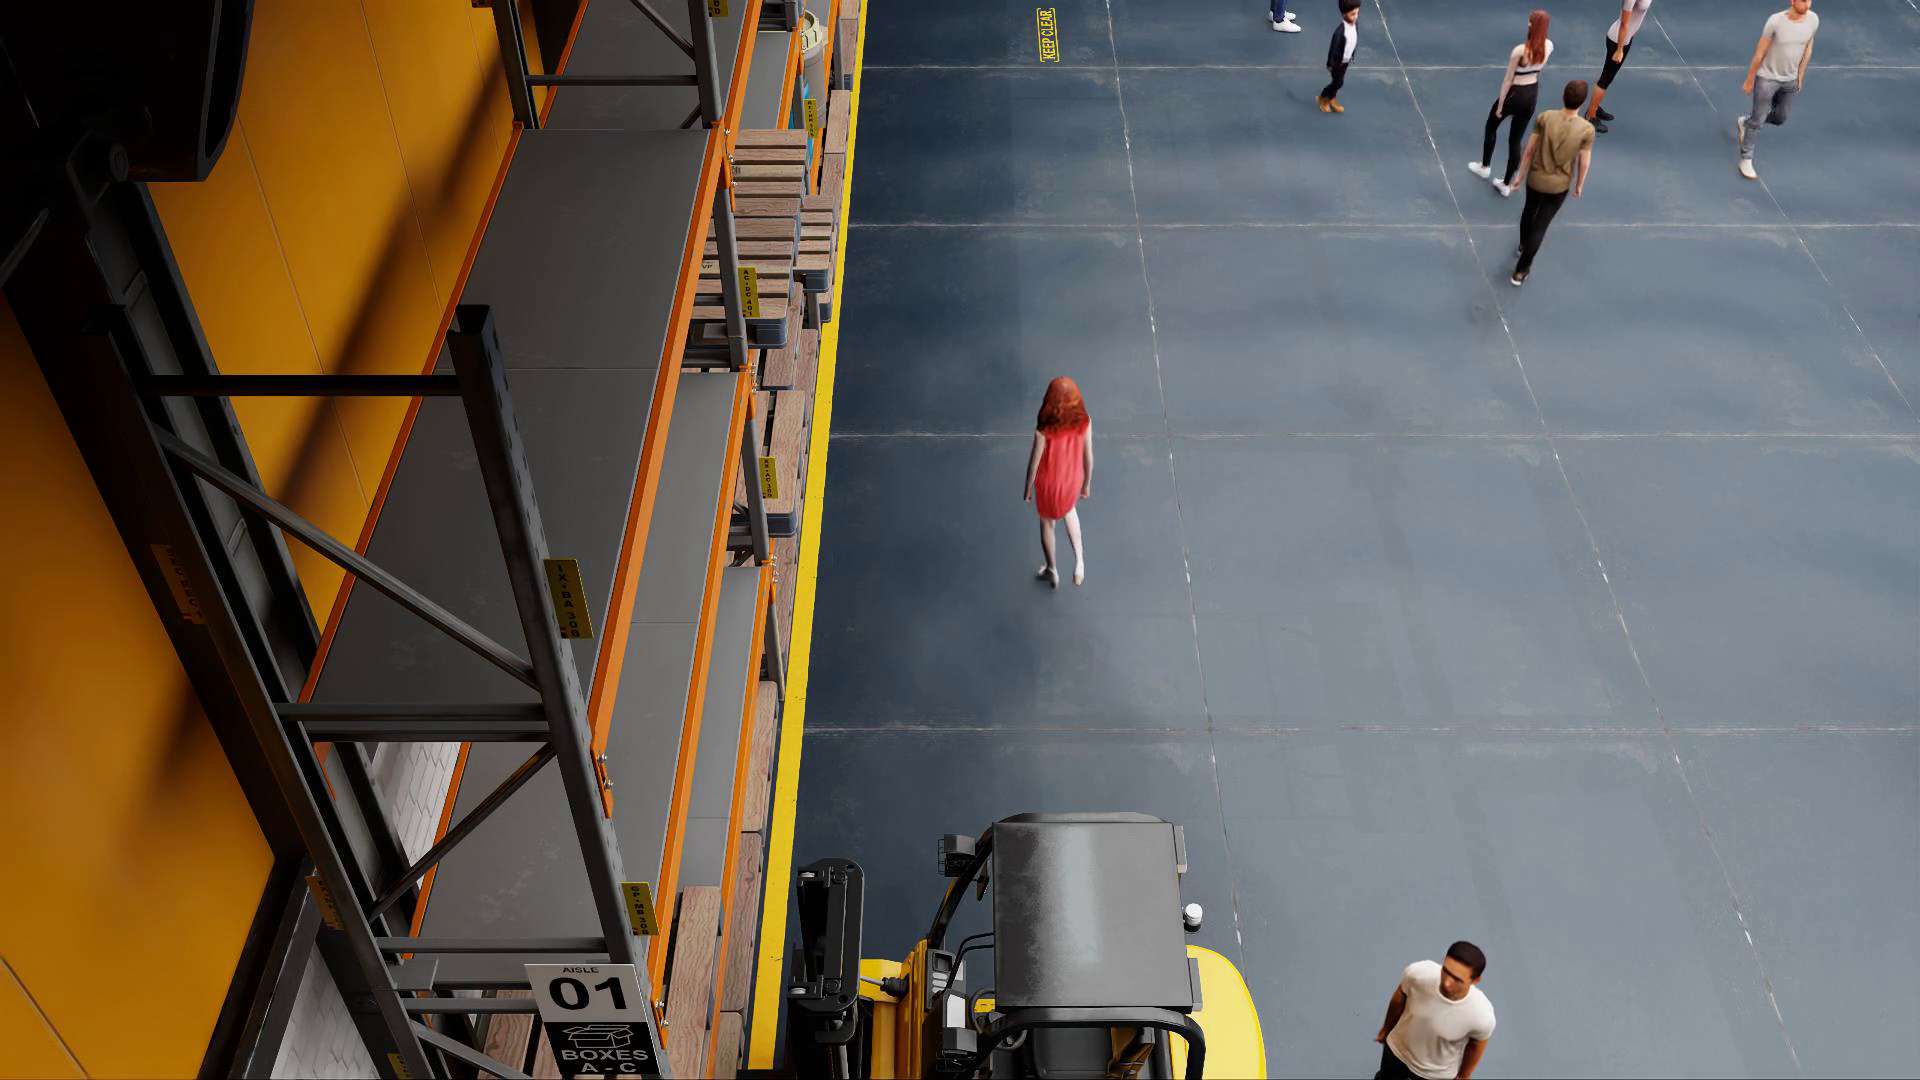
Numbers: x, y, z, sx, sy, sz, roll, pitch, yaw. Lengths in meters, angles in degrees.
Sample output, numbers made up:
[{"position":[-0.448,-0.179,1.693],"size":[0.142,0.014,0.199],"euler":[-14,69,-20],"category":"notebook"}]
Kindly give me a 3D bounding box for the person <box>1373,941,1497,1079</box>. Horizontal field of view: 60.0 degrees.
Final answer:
[{"position":[2.327,2.536,8.272],"size":[0.721,1.804,0.757],"euler":[30,51,28],"category":"person"}]

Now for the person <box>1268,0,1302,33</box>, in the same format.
[{"position":[3.491,-6.311,17.512],"size":[0.757,1.867,0.490],"euler":[-1,44,-1],"category":"person"}]

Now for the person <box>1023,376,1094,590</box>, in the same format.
[{"position":[0.705,-0.299,11.249],"size":[0.748,1.802,0.823],"euler":[-18,46,-18],"category":"person"}]

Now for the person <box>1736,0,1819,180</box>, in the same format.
[{"position":[7.531,-4.325,15.415],"size":[0.725,1.885,0.924],"euler":[-3,44,-3],"category":"person"}]

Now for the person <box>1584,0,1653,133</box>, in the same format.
[{"position":[6.368,-4.822,16.037],"size":[0.748,1.746,0.626],"euler":[20,47,20],"category":"person"}]

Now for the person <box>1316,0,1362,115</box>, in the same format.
[{"position":[3.713,-4.806,16.405],"size":[0.648,1.215,0.586],"euler":[34,53,31],"category":"person"}]

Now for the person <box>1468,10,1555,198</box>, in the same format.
[{"position":[5.123,-3.920,15.105],"size":[0.701,1.727,0.842],"euler":[-12,45,-12],"category":"person"}]

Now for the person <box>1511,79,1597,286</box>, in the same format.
[{"position":[4.938,-2.980,14.045],"size":[1.010,1.828,1.141],"euler":[24,48,23],"category":"person"}]
